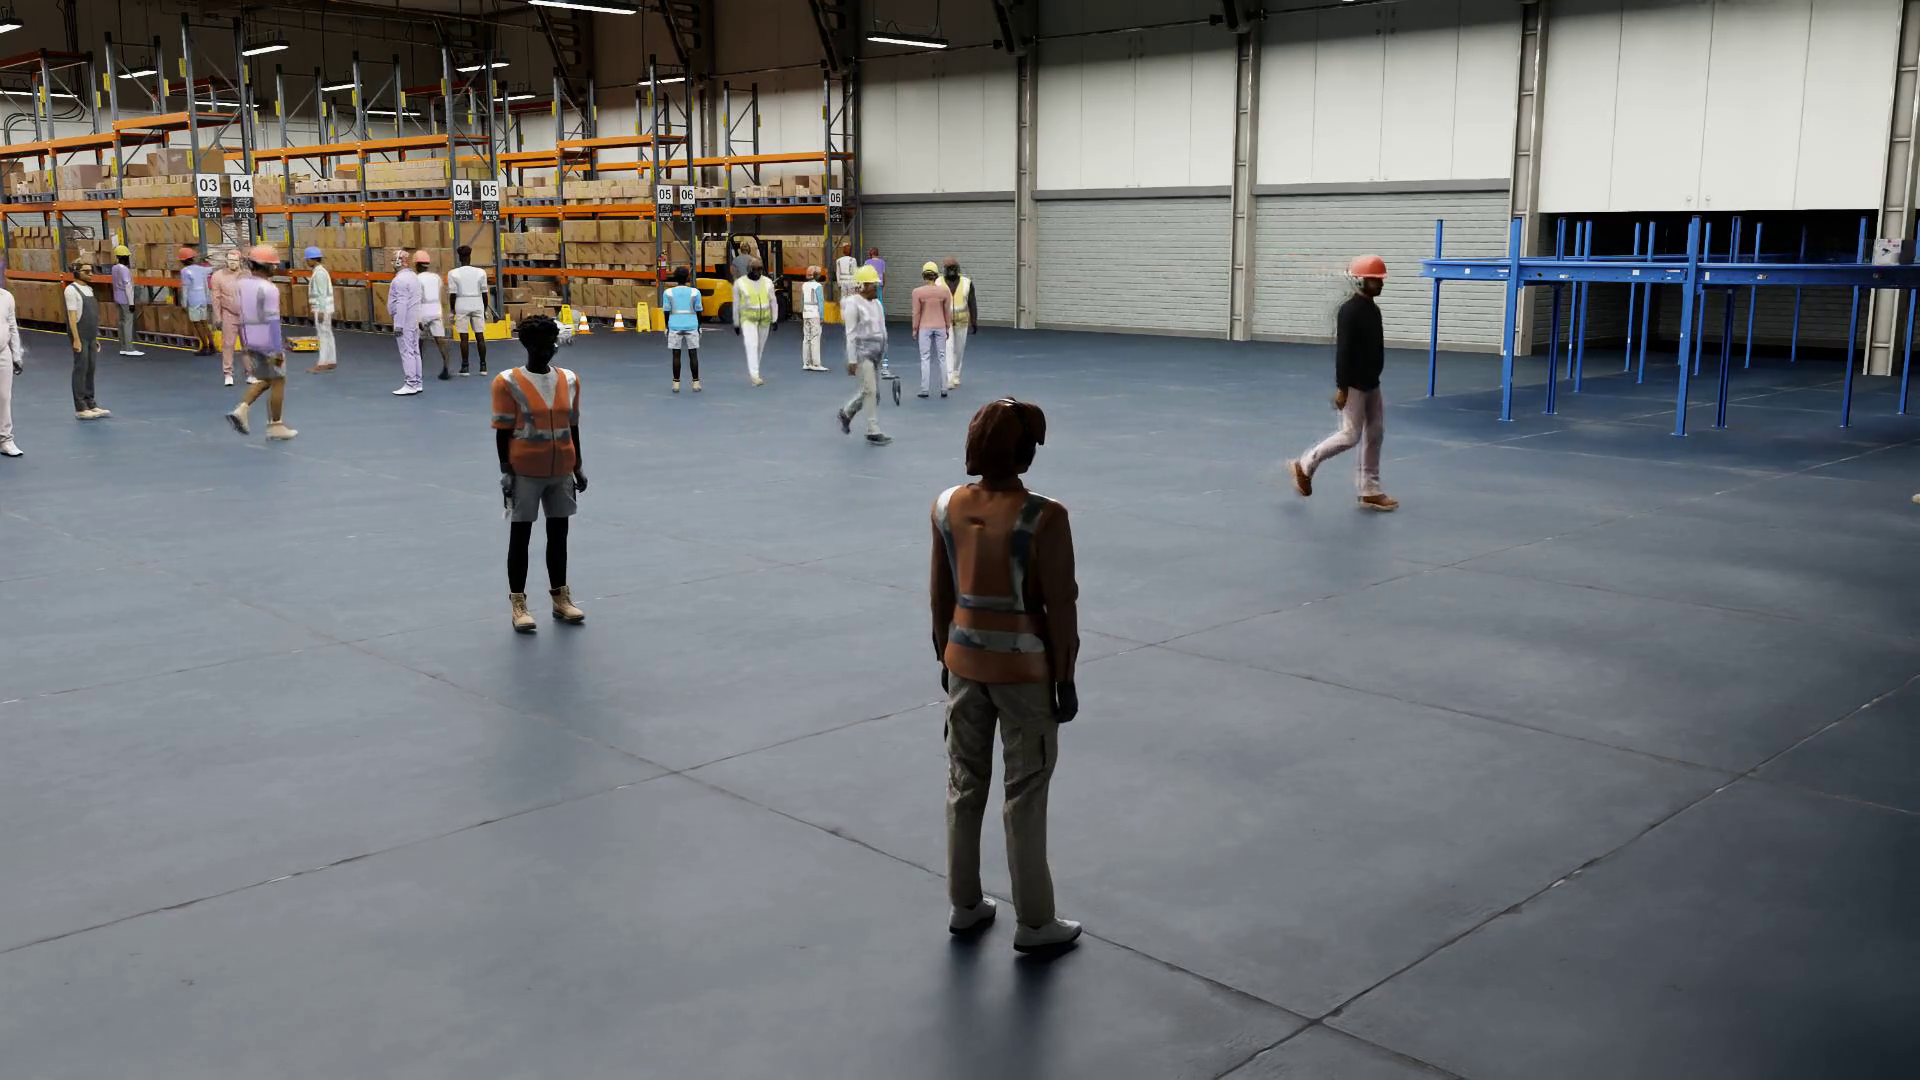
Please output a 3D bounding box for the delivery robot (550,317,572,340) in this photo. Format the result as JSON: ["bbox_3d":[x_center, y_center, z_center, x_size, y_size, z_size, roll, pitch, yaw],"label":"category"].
[{"bbox_3d":[-7.847,-4.056,32.062,0.707,0.478,0.477,4,11,22],"label":"delivery robot"}]

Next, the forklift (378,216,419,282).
[{"bbox_3d":[-17.868,-9.201,54.028,1.873,2.768,1.129,-10,14,-44],"label":"forklift"}]

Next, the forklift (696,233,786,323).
[{"bbox_3d":[-5.496,-6.489,41.108,2.313,2.155,1.214,-10,14,-44],"label":"forklift"}]

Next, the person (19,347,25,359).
[{"bbox_3d":[-15.783,-3.740,26.998,0.880,1.842,0.524,-5,11,-24],"label":"person"}]

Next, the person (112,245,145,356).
[{"bbox_3d":[-14.704,-4.216,29.324,0.594,1.927,0.367,10,14,43],"label":"person"}]

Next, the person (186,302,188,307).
[{"bbox_3d":[-16.538,-5.283,35.822,0.553,1.666,0.726,-10,14,-43],"label":"person"}]

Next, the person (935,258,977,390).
[{"bbox_3d":[-0.096,-3.048,23.316,0.640,1.811,0.907,-1,10,-6],"label":"person"}]

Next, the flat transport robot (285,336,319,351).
[{"bbox_3d":[-12.134,-3.663,30.950,0.652,0.197,1.431,-6,12,-28],"label":"flat transport robot"}]

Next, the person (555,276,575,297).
[{"bbox_3d":[-10.342,-6.822,43.323,0.651,1.998,0.961,-9,13,-39],"label":"person"}]

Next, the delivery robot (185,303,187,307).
[{"bbox_3d":[-19.534,-5.862,41.907,0.477,0.478,0.707,-8,13,-39],"label":"delivery robot"}]

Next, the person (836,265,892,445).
[{"bbox_3d":[-1.004,-1.895,16.986,0.673,1.814,0.598,6,12,29],"label":"person"}]

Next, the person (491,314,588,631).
[{"bbox_3d":[-2.267,-0.372,9.003,0.531,1.693,0.320,-9,14,-41],"label":"person"}]

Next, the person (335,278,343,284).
[{"bbox_3d":[-17.825,-7.482,47.013,0.654,1.964,0.850,-5,12,-26],"label":"person"}]

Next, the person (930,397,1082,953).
[{"bbox_3d":[0.129,0.400,4.938,0.514,1.641,0.309,8,13,37],"label":"person"}]

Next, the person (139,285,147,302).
[{"bbox_3d":[-22.847,-7.207,45.976,0.777,1.803,0.587,-9,14,-41],"label":"person"}]

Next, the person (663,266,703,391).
[{"bbox_3d":[-3.768,-2.878,22.651,0.538,1.698,0.320,-2,11,-8],"label":"person"}]

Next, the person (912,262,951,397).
[{"bbox_3d":[-0.377,-2.759,21.835,0.524,1.764,0.329,-2,11,-13],"label":"person"}]

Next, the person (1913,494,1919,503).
[{"bbox_3d":[8.067,-1.236,12.884,0.972,2.000,0.693,2,11,10],"label":"person"}]

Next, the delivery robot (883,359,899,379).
[{"bbox_3d":[-0.978,-2.181,21.129,0.335,0.223,0.698,-2,11,-11],"label":"delivery robot"}]

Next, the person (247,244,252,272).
[{"bbox_3d":[-14.877,-5.277,35.085,0.357,1.938,0.545,8,13,37],"label":"person"}]

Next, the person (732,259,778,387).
[{"bbox_3d":[-2.927,-3.113,23.742,0.606,1.789,0.953,-6,12,-29],"label":"person"}]

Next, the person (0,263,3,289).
[{"bbox_3d":[-20.287,-5.204,34.735,0.569,1.919,0.643,8,13,36],"label":"person"}]

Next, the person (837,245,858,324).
[{"bbox_3d":[-2.677,-6.111,39.783,0.573,1.883,0.354,6,12,28],"label":"person"}]

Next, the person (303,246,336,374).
[{"bbox_3d":[-9.909,-3.573,25.779,0.406,1.946,0.611,-3,11,-18],"label":"person"}]

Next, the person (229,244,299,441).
[{"bbox_3d":[-7.209,-2.029,17.141,0.623,2.019,0.572,7,12,33],"label":"person"}]

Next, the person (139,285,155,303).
[{"bbox_3d":[-23.466,-7.589,47.889,0.622,1.864,0.983,-9,14,-39],"label":"person"}]

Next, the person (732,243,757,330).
[{"bbox_3d":[-4.786,-5.683,37.297,0.632,1.940,0.372,2,11,11],"label":"person"}]

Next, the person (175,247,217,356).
[{"bbox_3d":[-13.486,-4.198,29.320,0.431,1.898,0.597,3,11,15],"label":"person"}]

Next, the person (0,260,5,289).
[{"bbox_3d":[-21.375,-5.571,36.780,0.466,1.905,0.551,10,14,42],"label":"person"}]

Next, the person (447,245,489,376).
[{"bbox_3d":[-7.449,-3.479,25.220,0.601,1.958,0.380,-6,12,-30],"label":"person"}]

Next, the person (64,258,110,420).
[{"bbox_3d":[-10.159,-2.339,19.314,0.344,1.845,0.506,0,10,-2],"label":"person"}]

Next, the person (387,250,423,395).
[{"bbox_3d":[-7.418,-2.898,22.196,0.408,1.906,0.654,0,10,0],"label":"person"}]

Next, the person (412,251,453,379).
[{"bbox_3d":[-7.880,-3.325,24.611,1.015,1.888,0.545,8,13,39],"label":"person"}]

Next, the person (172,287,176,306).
[{"bbox_3d":[-18.348,-6.005,39.163,0.984,1.905,0.629,8,13,36],"label":"person"}]

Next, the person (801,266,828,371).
[{"bbox_3d":[-2.296,-3.467,26.033,0.311,1.636,0.523,-9,13,-39],"label":"person"}]

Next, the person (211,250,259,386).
[{"bbox_3d":[-10.239,-3.152,23.592,0.642,1.905,0.399,-8,13,-37],"label":"person"}]

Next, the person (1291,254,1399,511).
[{"bbox_3d":[3.038,-1.230,12.939,0.771,1.974,0.625,8,13,36],"label":"person"}]

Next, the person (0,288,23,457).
[{"bbox_3d":[-9.272,-1.733,15.844,0.399,1.908,0.643,9,14,40],"label":"person"}]

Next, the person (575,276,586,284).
[{"bbox_3d":[-10.346,-7.109,45.633,0.483,1.737,0.320,4,11,20],"label":"person"}]

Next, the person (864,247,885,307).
[{"bbox_3d":[-1.971,-5.893,38.721,0.563,1.838,0.372,-8,13,-38],"label":"person"}]

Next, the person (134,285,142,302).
[{"bbox_3d":[-20.960,-6.404,42.060,0.507,1.632,0.265,-8,13,-37],"label":"person"}]
